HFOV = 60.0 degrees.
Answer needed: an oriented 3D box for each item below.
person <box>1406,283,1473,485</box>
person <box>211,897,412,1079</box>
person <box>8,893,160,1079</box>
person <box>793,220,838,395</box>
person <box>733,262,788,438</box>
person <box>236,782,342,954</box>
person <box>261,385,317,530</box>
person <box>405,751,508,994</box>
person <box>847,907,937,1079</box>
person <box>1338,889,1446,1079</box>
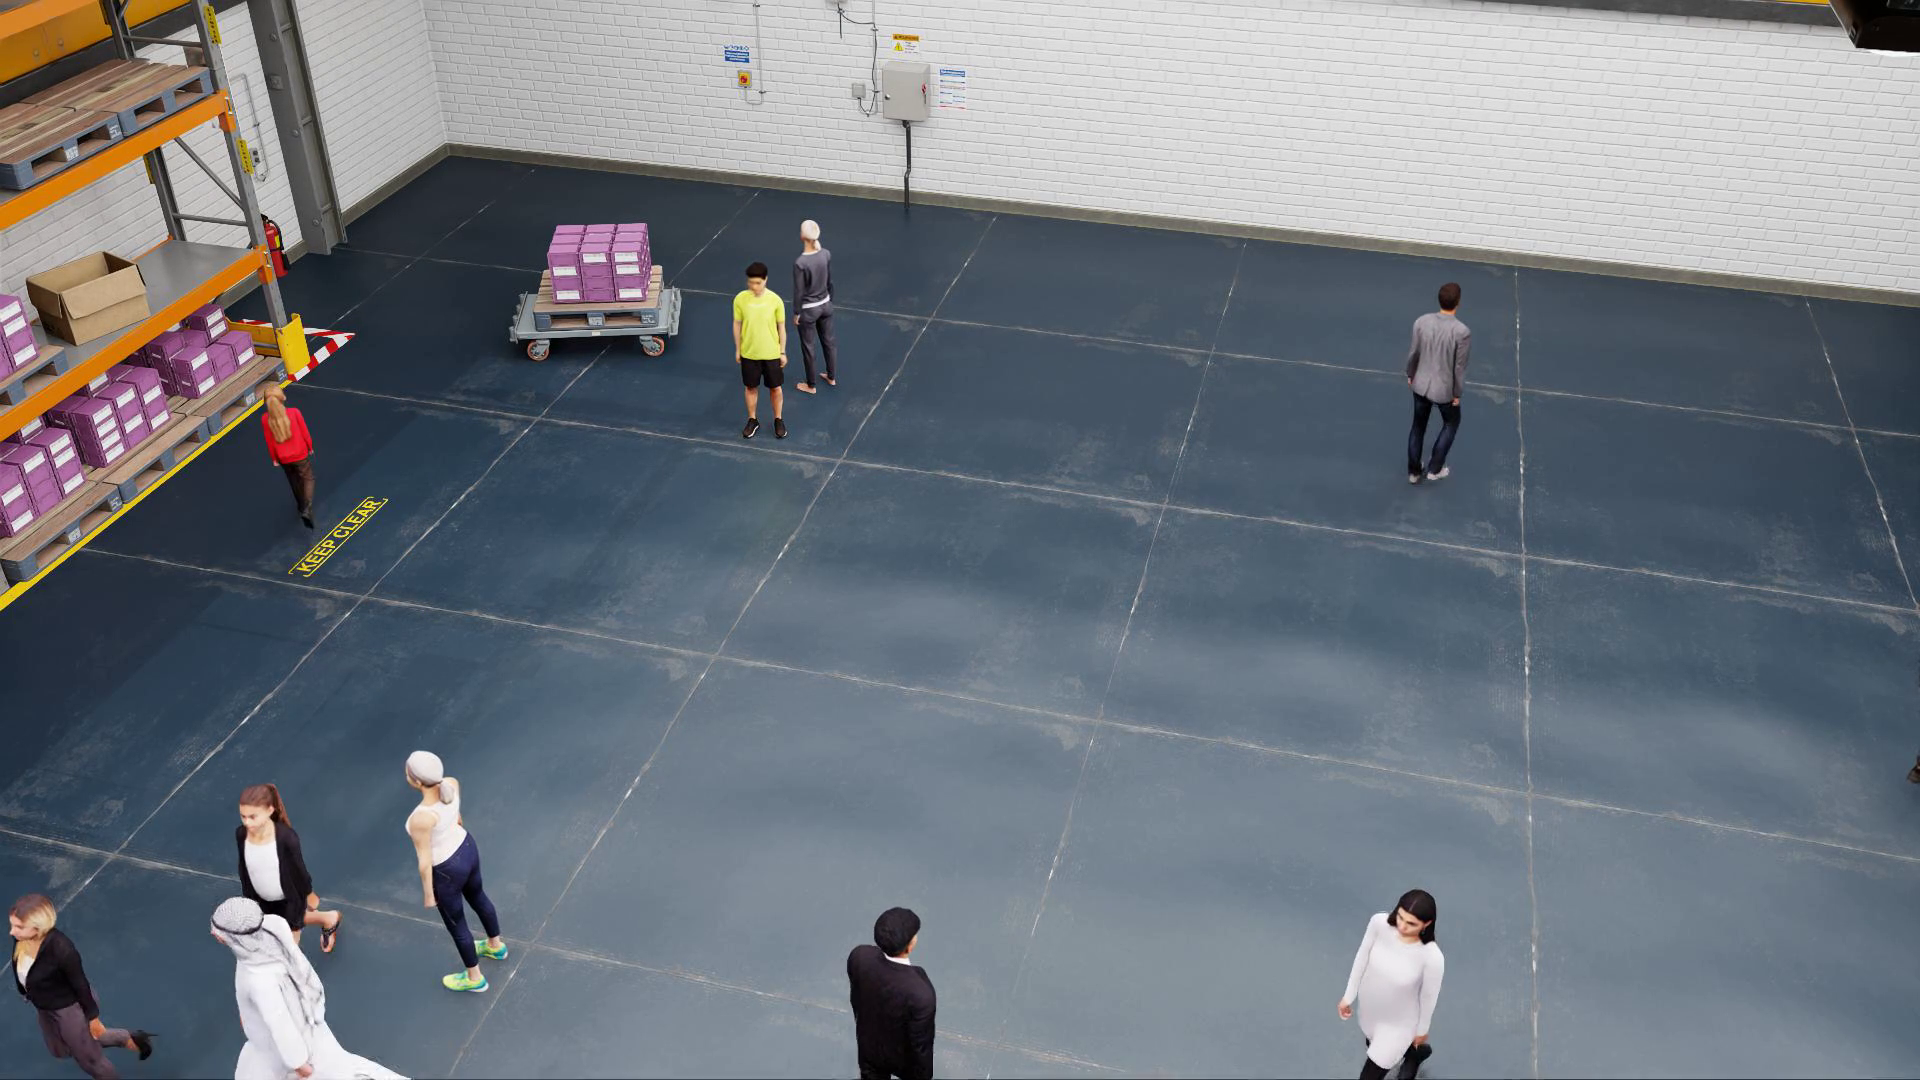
[{"bbox_3d":[4.038,-1.281,14.206,0.824,1.861,0.806,23,40,31],"label":"person"},{"bbox_3d":[-3.348,2.490,8.506,1.128,1.891,1.300,-7,34,-11],"label":"person"},{"bbox_3d":[-4.631,2.432,8.803,0.711,1.659,0.837,18,38,25],"label":"person"},{"bbox_3d":[-1.379,-2.219,15.739,0.640,1.727,0.742,-26,42,-33],"label":"person"},{"bbox_3d":[-1.803,-1.732,15.024,0.669,1.708,0.610,1,34,1],"label":"person"},{"bbox_3d":[-3.875,1.984,9.595,0.604,1.527,1.060,6,34,9],"label":"person"},{"bbox_3d":[-5.557,-0.686,13.847,0.708,1.267,0.888,-7,34,-10],"label":"person"},{"bbox_3d":[-2.914,1.893,9.578,0.641,1.699,0.465,8,34,12],"label":"person"},{"bbox_3d":[-0.404,2.604,8.364,0.921,1.858,1.207,20,38,27],"label":"person"},{"bbox_3d":[2.291,2.442,8.682,1.191,1.775,1.066,-22,39,-29],"label":"person"}]
